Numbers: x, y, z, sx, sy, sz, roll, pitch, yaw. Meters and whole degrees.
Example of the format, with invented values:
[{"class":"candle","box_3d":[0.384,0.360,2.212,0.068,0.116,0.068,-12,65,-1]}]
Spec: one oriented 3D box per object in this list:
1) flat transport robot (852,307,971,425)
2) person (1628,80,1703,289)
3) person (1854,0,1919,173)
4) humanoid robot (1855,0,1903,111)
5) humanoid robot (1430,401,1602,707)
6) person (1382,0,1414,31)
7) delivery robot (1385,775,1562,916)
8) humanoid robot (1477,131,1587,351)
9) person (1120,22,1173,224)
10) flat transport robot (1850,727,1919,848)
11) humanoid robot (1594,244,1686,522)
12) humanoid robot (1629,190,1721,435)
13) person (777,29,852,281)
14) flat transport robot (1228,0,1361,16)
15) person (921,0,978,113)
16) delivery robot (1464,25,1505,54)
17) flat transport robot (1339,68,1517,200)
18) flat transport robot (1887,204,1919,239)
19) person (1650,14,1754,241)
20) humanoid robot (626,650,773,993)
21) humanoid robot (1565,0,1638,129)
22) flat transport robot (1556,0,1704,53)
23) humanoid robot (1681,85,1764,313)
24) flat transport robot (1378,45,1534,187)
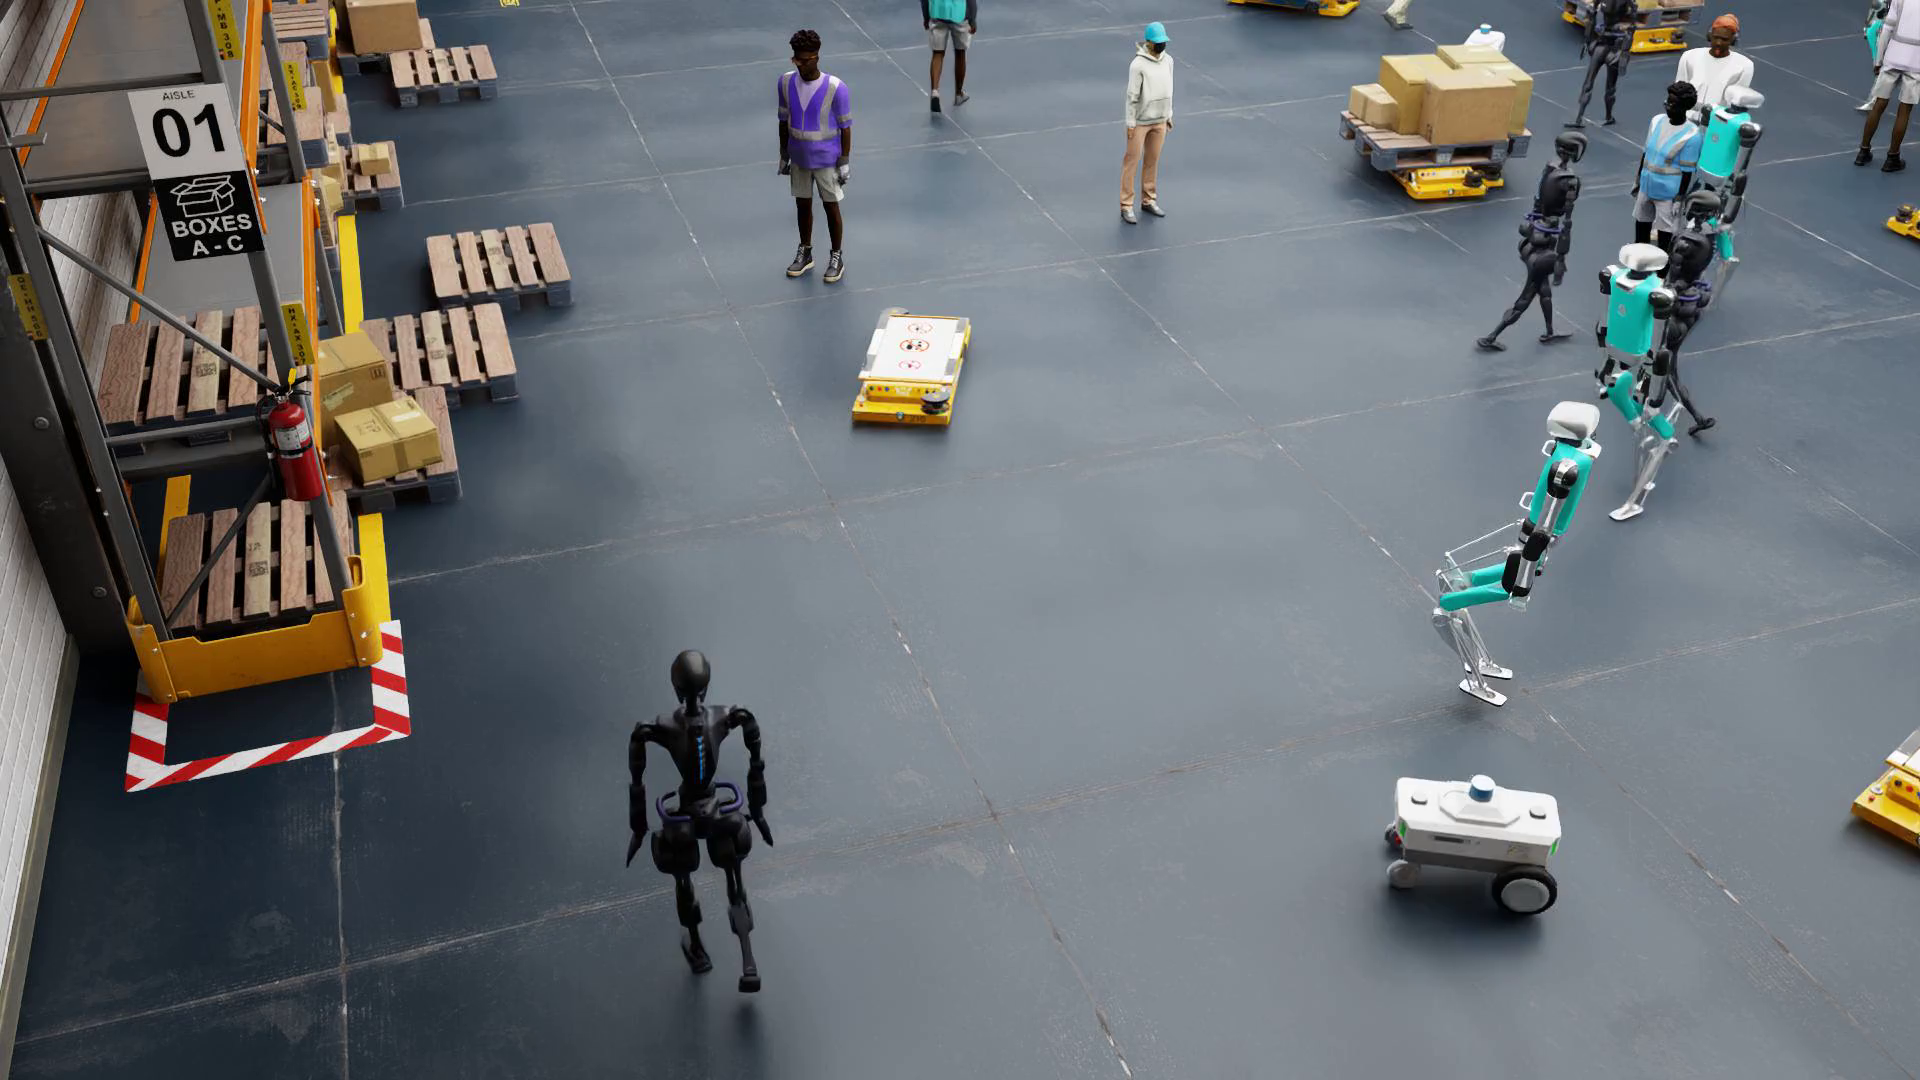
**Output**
[{"class":"flat transport robot","box_3d":[-0.322,-1.241,11.762,0.659,0.231,1.431,4,33,5]},{"class":"person","box_3d":[5.312,-2.649,12.619,0.319,1.690,0.528,-12,35,-18]},{"class":"person","box_3d":[8.496,-4.279,14.898,0.369,1.933,0.550,-27,42,-35]},{"class":"humanoid robot","box_3d":[9.089,-4.921,16.162,0.730,1.889,0.541,4,33,7]},{"class":"humanoid robot","box_3d":[2.695,0.032,8.343,0.735,1.677,0.533,17,37,24]},{"class":"person","box_3d":[5.036,-6.551,18.479,0.455,1.821,0.602,-7,34,-10]},{"class":"delivery robot","box_3d":[2.340,1.327,7.556,0.784,0.589,0.499,6,34,9]},{"class":"humanoid robot","box_3d":[4.173,-2.120,11.862,0.769,1.623,0.607,-3,33,-5]},{"class":"person","box_3d":[1.589,-3.498,13.934,0.463,1.675,0.374,-18,37,-25]},{"class":"flat transport robot","box_3d":[5.025,1.122,8.138,1.431,0.231,0.659,-26,41,-33]},{"class":"humanoid robot","box_3d":[4.182,-0.940,10.050,0.850,1.863,0.553,-14,36,-20]},{"class":"humanoid robot","box_3d":[4.774,-1.494,10.904,0.734,1.640,0.590,26,41,34]},{"class":"person","box_3d":[-1.130,-2.961,12.847,0.612,1.963,0.361,12,35,18]},{"class":"flat transport robot","box_3d":[3.986,-6.482,19.800,1.431,0.231,0.659,17,37,24]},{"class":"person","box_3d":[-0.109,-5.131,16.224,0.571,1.914,0.780,7,34,11]},{"class":"delivery robot","box_3d":[5.440,-5.072,17.359,0.499,0.576,0.768,15,36,21]},{"class":"flat transport robot","box_3d":[4.189,-3.459,15.163,0.659,0.231,1.431,-5,33,-8]},{"class":"flat transport robot","box_3d":[8.388,-2.418,13.568,0.659,0.231,1.431,-11,35,-16]},{"class":"person","box_3d":[5.990,-3.306,13.457,0.576,1.879,0.352,21,38,29]},{"class":"humanoid robot","box_3d":[-1.046,1.206,6.731,0.608,1.641,0.576,-11,35,-17]},{"class":"humanoid robot","box_3d":[6.157,-4.697,15.806,0.680,1.628,0.585,-17,37,-24]},{"class":"flat transport robot","box_3d":[7.489,-5.793,18.743,0.659,0.231,1.431,-8,34,-12]},{"class":"humanoid robot","box_3d":[5.705,-2.468,12.378,0.636,1.874,0.557,-11,35,-16]},{"class":"flat transport robot","box_3d":[4.441,-3.579,15.347,0.659,0.231,1.431,-3,33,-5]}]
